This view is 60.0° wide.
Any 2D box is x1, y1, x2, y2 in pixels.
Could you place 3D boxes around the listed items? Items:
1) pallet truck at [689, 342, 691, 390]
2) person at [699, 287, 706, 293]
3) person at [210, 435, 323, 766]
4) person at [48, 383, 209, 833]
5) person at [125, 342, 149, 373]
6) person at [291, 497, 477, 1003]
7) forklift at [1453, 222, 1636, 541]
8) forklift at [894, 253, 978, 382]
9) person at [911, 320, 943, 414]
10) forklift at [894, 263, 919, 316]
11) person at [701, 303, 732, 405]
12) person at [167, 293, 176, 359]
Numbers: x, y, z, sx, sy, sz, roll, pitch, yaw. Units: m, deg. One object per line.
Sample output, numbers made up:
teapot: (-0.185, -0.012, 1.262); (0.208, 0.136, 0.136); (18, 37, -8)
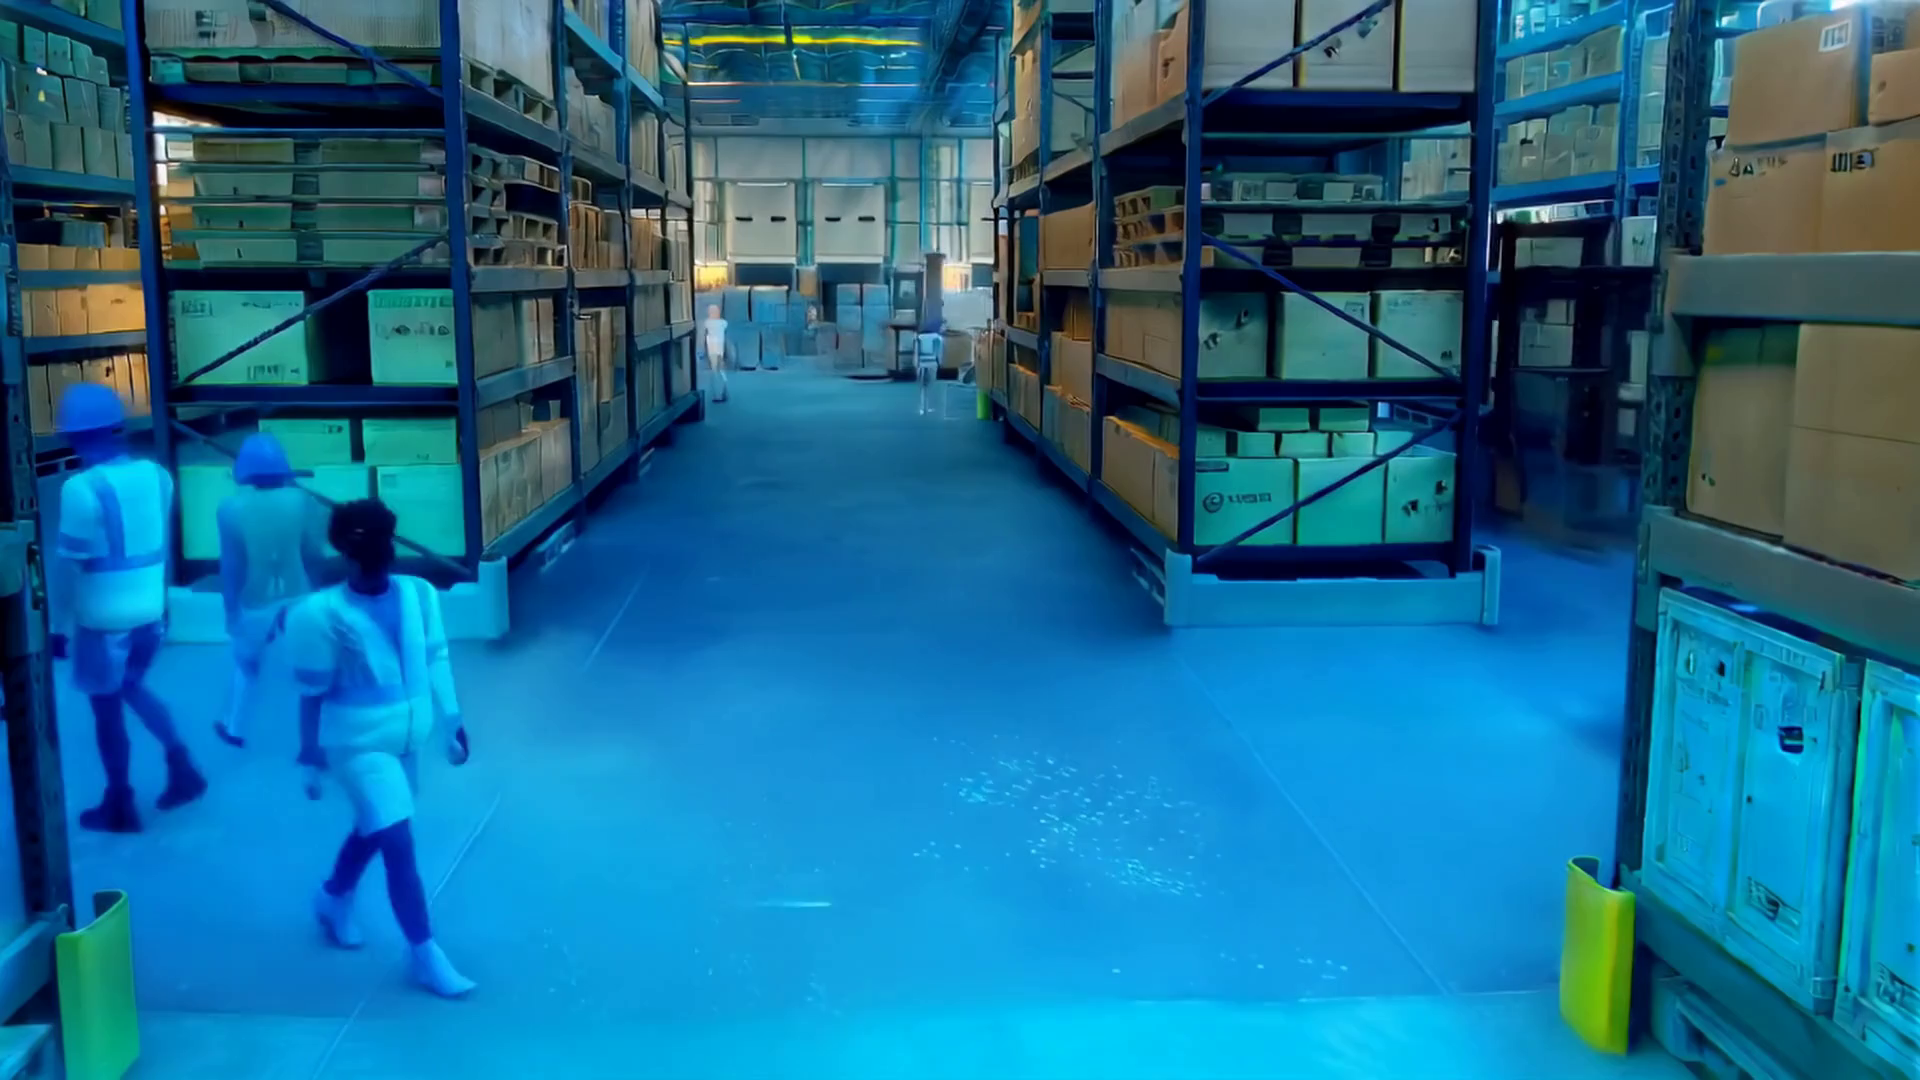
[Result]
pallet truck: (-5.225, -3.008, 27.480); (1.885, 1.965, 0.823); (2, 9, 14)
person: (-9.750, -8.693, 63.476); (0.800, 1.901, 0.568); (1, 9, 5)
person: (-3.348, 0.292, 8.022); (0.834, 1.591, 0.536); (8, 12, 42)
person: (-3.568, 0.294, 7.008); (0.440, 1.918, 0.560); (2, 9, 12)
person: (-17.719, -4.322, 35.835); (0.614, 1.962, 0.366); (1, 9, 5)
person: (-1.968, 0.659, 5.548); (0.868, 1.647, 0.545); (5, 10, 29)
forklift: (5.367, -1.502, 15.264); (1.129, 2.768, 1.873); (-1, 9, -4)
forklift: (-0.551, -4.915, 36.689); (1.873, 2.768, 1.129); (-1, 9, -5)
person: (-0.571, -2.943, 28.357); (0.522, 1.597, 0.877); (4, 10, 22)
forklift: (-1.987, -9.022, 62.479); (1.129, 2.768, 1.873); (-1, 9, -4)
person: (-4.436, -3.382, 30.306); (0.548, 1.846, 0.423); (-7, 11, -36)
person: (-22.176, -5.987, 46.436); (0.381, 1.918, 0.584); (1, 9, 8)
